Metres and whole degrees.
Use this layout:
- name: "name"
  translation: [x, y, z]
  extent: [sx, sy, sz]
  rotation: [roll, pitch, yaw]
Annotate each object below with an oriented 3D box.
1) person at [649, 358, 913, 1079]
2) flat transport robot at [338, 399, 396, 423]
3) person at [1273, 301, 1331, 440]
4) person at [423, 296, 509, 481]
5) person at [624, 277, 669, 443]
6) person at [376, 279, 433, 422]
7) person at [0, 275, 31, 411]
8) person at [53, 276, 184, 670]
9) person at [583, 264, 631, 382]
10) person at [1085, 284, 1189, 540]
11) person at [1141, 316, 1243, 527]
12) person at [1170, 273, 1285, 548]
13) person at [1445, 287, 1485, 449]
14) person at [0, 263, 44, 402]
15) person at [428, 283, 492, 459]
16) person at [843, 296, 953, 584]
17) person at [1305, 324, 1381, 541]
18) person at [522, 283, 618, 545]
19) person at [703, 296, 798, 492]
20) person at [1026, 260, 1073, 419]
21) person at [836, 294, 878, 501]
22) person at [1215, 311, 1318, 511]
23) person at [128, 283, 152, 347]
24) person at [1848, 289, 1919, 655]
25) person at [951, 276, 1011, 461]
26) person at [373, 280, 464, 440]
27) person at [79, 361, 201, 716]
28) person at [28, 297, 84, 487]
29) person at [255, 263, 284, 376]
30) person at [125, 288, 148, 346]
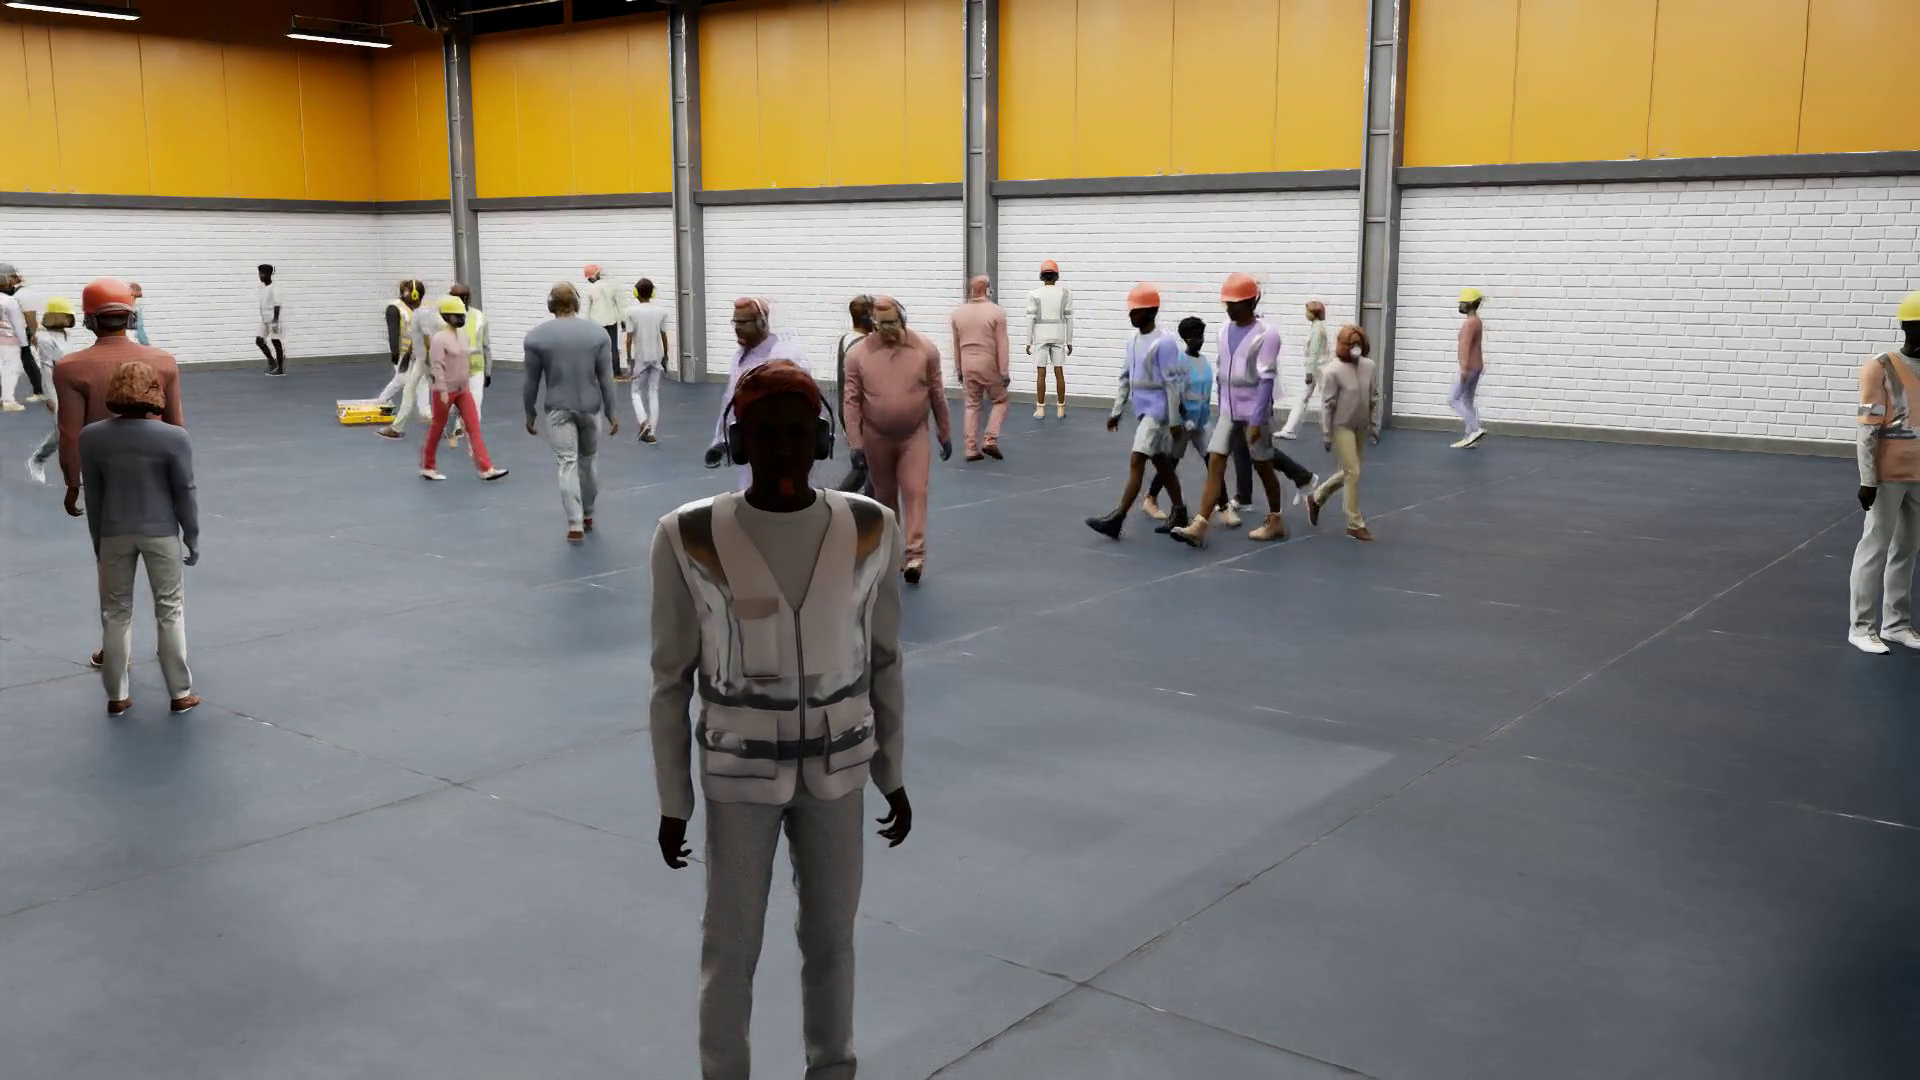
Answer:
- name: "person"
  translation: [-0.392, 0.540, 3.714]
  extent: [0.586, 1.882, 0.341]
  rotation: [-4, 10, -20]
- name: "flat transport robot"
  translation: [-7.564, -1.653, 21.172]
  extent: [0.652, 0.197, 1.431]
  rotation: [-4, 10, -21]
- name: "person"
  translation: [4.023, -1.891, 18.735]
  extent: [0.912, 1.589, 0.526]
  rotation: [1, 10, 6]
- name: "person"
  translation: [-4.661, -1.387, 15.403]
  extent: [0.934, 1.715, 0.542]
  rotation: [4, 11, 24]
- name: "person"
  translation: [-3.490, -2.000, 18.589]
  extent: [0.521, 1.856, 0.389]
  rotation: [-4, 11, -23]
- name: "person"
  translation: [-7.032, -2.394, 21.038]
  extent: [0.821, 1.811, 0.648]
  rotation: [4, 11, 24]
- name: "person"
  translation: [-12.813, -2.647, 22.444]
  extent: [0.623, 1.827, 0.488]
  rotation: [7, 12, 36]
- name: "person"
  translation: [-4.253, -0.333, 8.467]
  extent: [0.376, 1.997, 0.612]
  rotation: [9, 13, 43]
- name: "person"
  translation: [-5.847, -3.577, 27.540]
  extent: [0.769, 1.951, 0.391]
  rotation: [-5, 11, -28]
- name: "person"
  translation: [1.350, -0.952, 12.396]
  extent: [0.969, 1.882, 0.566]
  rotation: [-4, 10, -21]
- name: "person"
  translation: [1.797, -0.925, 12.973]
  extent: [0.526, 1.626, 0.907]
  rotation: [-7, 12, -35]
- name: "person"
  translation: [2.011, -0.922, 11.968]
  extent: [1.096, 1.970, 0.623]
  rotation: [-8, 12, -37]
- name: "person"
  translation: [5.475, -1.850, 18.014]
  extent: [0.368, 1.750, 0.541]
  rotation: [5, 11, 28]
- name: "person"
  translation: [-13.412, -2.937, 23.503]
  extent: [0.685, 2.000, 1.008]
  rotation: [8, 12, 37]
- name: "person"
  translation: [-5.201, -1.772, 17.351]
  extent: [0.639, 1.824, 0.700]
  rotation: [-4, 11, -23]
- name: "person"
  translation: [-0.401, -0.650, 10.777]
  extent: [0.703, 1.839, 0.994]
  rotation: [0, 10, -1]
- name: "person"
  translation: [2.848, -0.817, 12.415]
  extent: [0.515, 1.603, 0.681]
  rotation: [-7, 12, -34]
- name: "person"
  translation: [-2.911, -0.948, 12.362]
  extent: [0.652, 1.886, 0.999]
  rotation: [-4, 10, -21]
- name: "person"
  translation: [-1.280, -0.550, 10.154]
  extent: [1.021, 1.848, 0.636]
  rotation: [-5, 11, -26]
- name: "person"
  translation: [1.147, -2.581, 21.430]
  extent: [0.615, 2.039, 0.388]
  rotation: [-1, 10, -6]
- name: "person"
  translation: [-0.719, -0.839, 11.900]
  extent: [0.514, 1.830, 0.545]
  rotation: [-6, 12, -33]
- name: "person"
  translation: [2.511, -1.147, 13.548]
  extent: [0.735, 1.884, 0.620]
  rotation: [0, 10, 2]
- name: "person"
  translation: [-14.006, -3.569, 28.416]
  extent: [0.507, 1.607, 0.681]
  rotation: [7, 12, 34]
- name: "person"
  translation: [5.011, -0.360, 8.825]
  extent: [0.587, 1.930, 0.359]
  rotation: [-3, 10, -19]
- name: "person"
  translation: [0.248, -1.746, 17.003]
  extent: [0.676, 1.889, 0.504]
  rotation: [6, 11, 31]
- name: "person"
  translation: [-6.173, -2.039, 18.936]
  extent: [0.996, 1.816, 0.502]
  rotation: [-2, 10, -12]
- name: "person"
  translation: [-3.753, -0.003, 7.645]
  extent: [0.497, 1.625, 0.300]
  rotation: [-1, 10, -7]
- name: "person"
  translation: [-8.096, -1.321, 14.965]
  extent: [0.530, 1.726, 0.502]
  rotation: [1, 10, 6]
- name: "person"
  translation: [-11.955, -3.795, 28.748]
  extent: [0.645, 1.949, 0.465]
  rotation: [8, 13, 39]
- name: "person"
  translation: [-12.004, -2.850, 24.204]
  extent: [0.552, 1.612, 0.620]
  rotation: [6, 11, 29]
